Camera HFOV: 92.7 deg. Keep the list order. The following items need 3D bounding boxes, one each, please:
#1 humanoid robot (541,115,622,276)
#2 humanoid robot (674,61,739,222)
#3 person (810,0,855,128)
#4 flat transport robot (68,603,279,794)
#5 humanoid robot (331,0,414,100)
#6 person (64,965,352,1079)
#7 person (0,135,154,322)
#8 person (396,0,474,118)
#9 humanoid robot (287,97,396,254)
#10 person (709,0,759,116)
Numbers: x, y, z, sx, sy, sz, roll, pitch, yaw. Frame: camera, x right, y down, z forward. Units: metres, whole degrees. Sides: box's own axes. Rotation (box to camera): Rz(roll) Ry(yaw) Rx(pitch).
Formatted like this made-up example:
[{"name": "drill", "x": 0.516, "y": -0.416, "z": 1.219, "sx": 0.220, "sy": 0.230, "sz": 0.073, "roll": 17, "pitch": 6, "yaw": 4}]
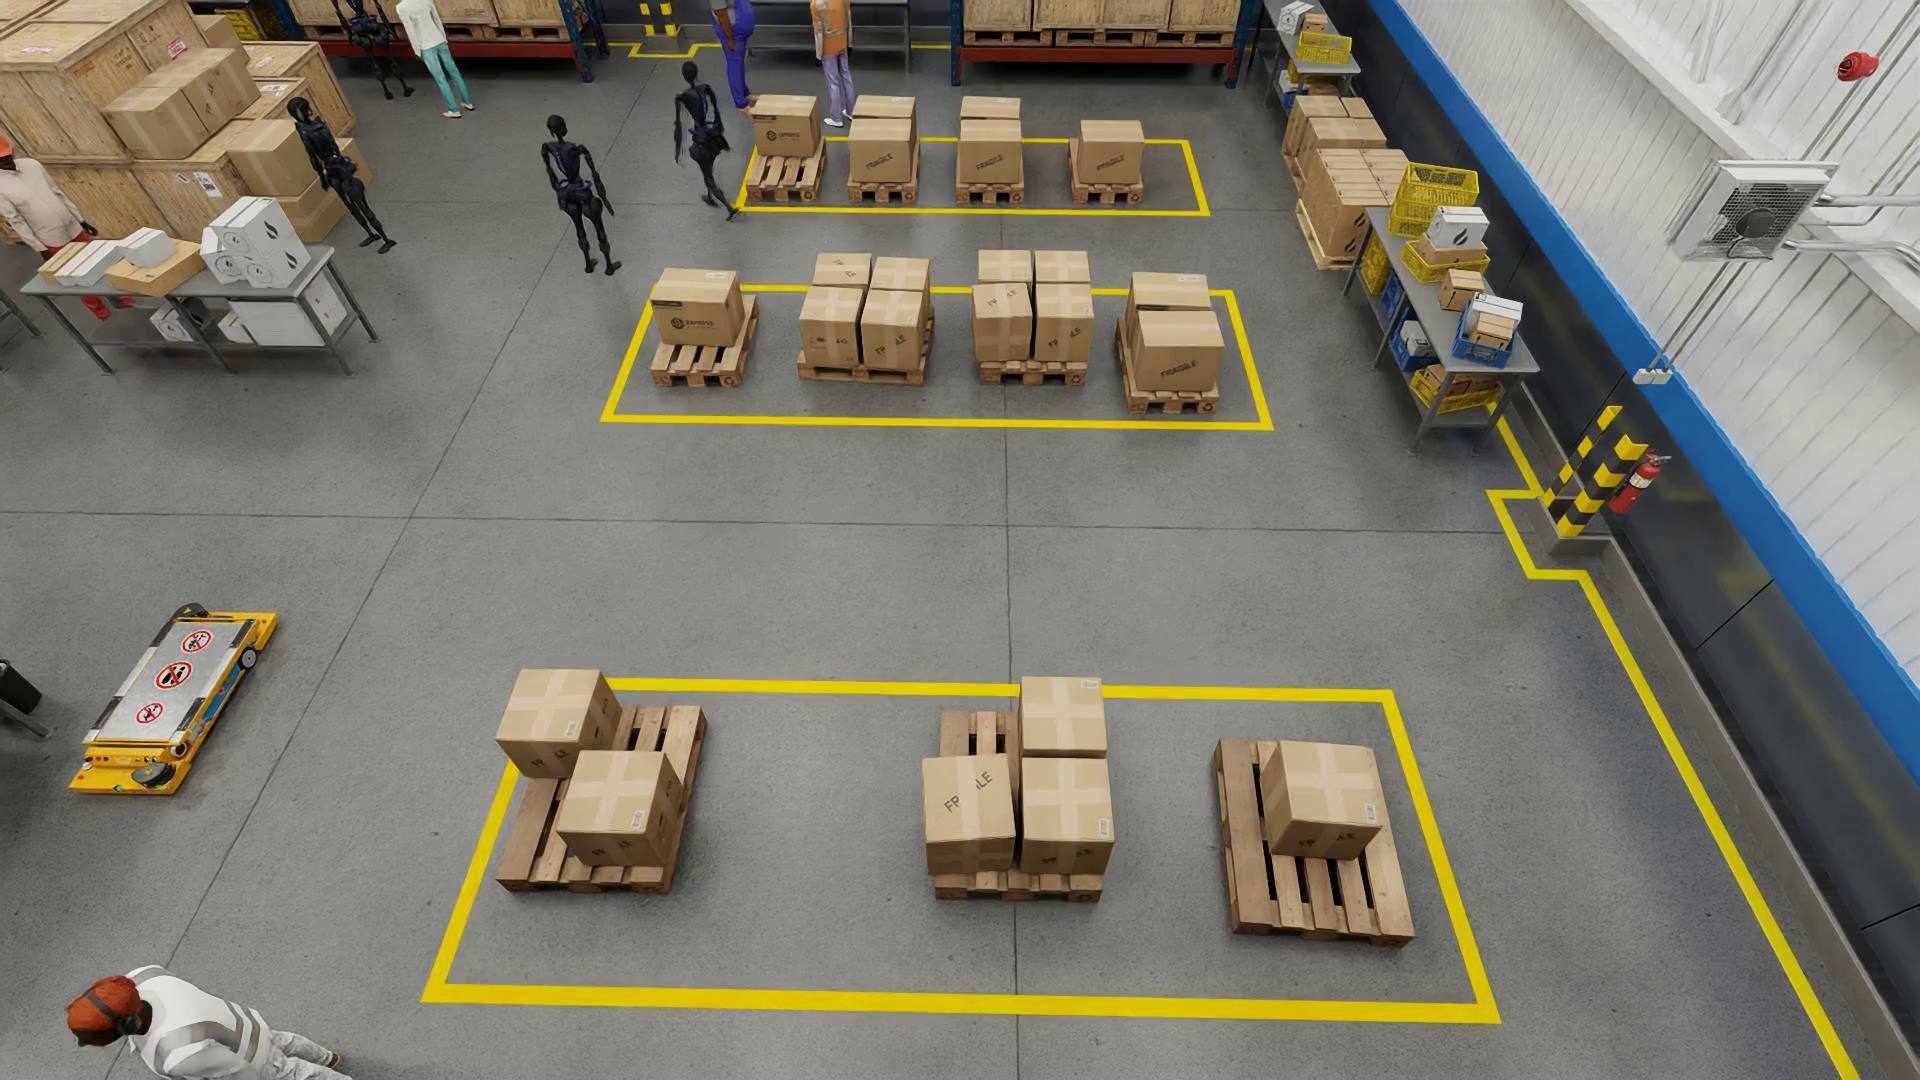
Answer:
[{"name": "humanoid robot", "x": -3.907, "y": -3.534, "z": 9.429, "sx": 0.581, "sy": 1.653, "sz": 0.318, "roll": 8, "pitch": 50, "yaw": 7}, {"name": "humanoid robot", "x": -2.815, "y": -4.413, "z": 10.202, "sx": 0.705, "sy": 1.636, "sz": 0.639, "roll": 29, "pitch": 56, "yaw": 22}, {"name": "person", "x": -1.607, "y": -6.220, "z": 11.546, "sx": 0.375, "sy": 1.922, "sz": 0.592, "roll": 37, "pitch": 59, "yaw": 27}, {"name": "flat transport robot", "x": -5.504, "y": 1.072, "z": 6.442, "sx": 0.652, "sy": 0.197, "sz": 1.431, "roll": 1, "pitch": 50, "yaw": 1}, {"name": "humanoid robot", "x": -7.842, "y": -6.755, "z": 12.151, "sx": 0.588, "sy": 1.657, "sz": 0.326, "roll": -16, "pitch": 52, "yaw": -13}, {"name": "person", "x": -3.411, "y": 2.400, "z": 4.278, "sx": 0.573, "sy": 1.884, "sz": 0.356, "roll": 30, "pitch": 56, "yaw": 23}, {"name": "person", "x": -8.534, "y": -2.913, "z": 8.704, "sx": 0.389, "sy": 1.991, "sz": 0.610, "roll": 5, "pitch": 50, "yaw": 4}, {"name": "person", "x": -6.802, "y": -6.355, "z": 11.762, "sx": 0.327, "sy": 1.768, "sz": 0.525, "roll": 22, "pitch": 53, "yaw": 18}, {"name": "humanoid robot", "x": -6.579, "y": -3.845, "z": 9.694, "sx": 0.571, "sy": 1.652, "sz": 0.313, "roll": 21, "pitch": 53, "yaw": 17}, {"name": "person", "x": -2.882, "y": -6.576, "z": 11.772, "sx": 0.537, "sy": 2.000, "sz": 0.681, "roll": -2, "pitch": 50, "yaw": -2}]
